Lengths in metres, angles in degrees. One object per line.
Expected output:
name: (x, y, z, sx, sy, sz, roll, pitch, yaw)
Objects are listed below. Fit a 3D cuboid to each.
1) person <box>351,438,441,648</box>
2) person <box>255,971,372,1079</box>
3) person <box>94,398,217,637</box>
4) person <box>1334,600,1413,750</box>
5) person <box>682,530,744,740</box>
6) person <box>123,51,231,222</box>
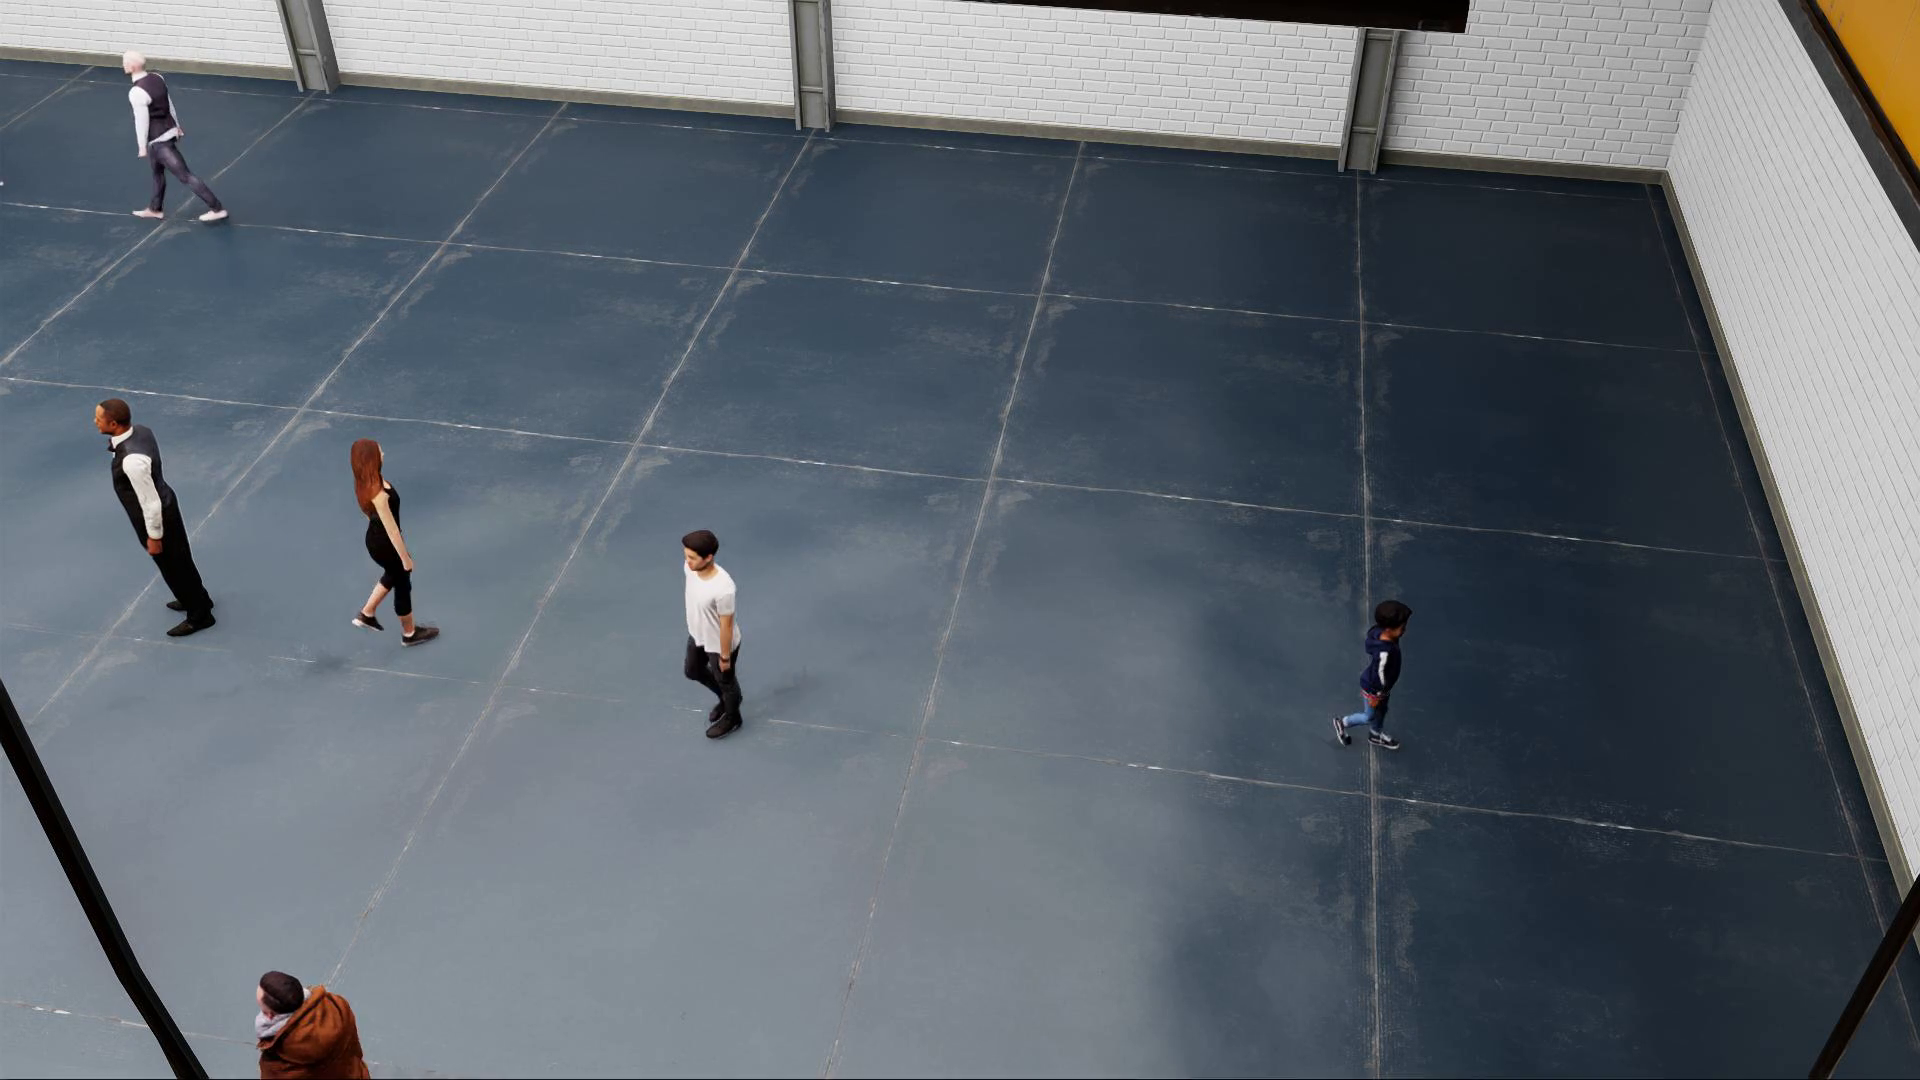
person: (-4.025, 0.074, 11.430, 0.890, 1.713, 0.816, -20, 43, -24)
person: (-2.978, 2.722, 8.027, 0.921, 1.822, 0.809, 15, 41, 18)
person: (-5.598, -0.174, 11.576, 0.775, 1.918, 0.782, -14, 41, -16)
person: (2.691, 0.893, 10.800, 0.738, 1.218, 0.644, 18, 42, 22)
person: (-1.537, 0.574, 10.802, 0.820, 1.715, 0.743, -27, 46, -30)
person: (-7.758, -3.898, 16.357, 1.278, 1.772, 0.875, 0, 39, -1)
